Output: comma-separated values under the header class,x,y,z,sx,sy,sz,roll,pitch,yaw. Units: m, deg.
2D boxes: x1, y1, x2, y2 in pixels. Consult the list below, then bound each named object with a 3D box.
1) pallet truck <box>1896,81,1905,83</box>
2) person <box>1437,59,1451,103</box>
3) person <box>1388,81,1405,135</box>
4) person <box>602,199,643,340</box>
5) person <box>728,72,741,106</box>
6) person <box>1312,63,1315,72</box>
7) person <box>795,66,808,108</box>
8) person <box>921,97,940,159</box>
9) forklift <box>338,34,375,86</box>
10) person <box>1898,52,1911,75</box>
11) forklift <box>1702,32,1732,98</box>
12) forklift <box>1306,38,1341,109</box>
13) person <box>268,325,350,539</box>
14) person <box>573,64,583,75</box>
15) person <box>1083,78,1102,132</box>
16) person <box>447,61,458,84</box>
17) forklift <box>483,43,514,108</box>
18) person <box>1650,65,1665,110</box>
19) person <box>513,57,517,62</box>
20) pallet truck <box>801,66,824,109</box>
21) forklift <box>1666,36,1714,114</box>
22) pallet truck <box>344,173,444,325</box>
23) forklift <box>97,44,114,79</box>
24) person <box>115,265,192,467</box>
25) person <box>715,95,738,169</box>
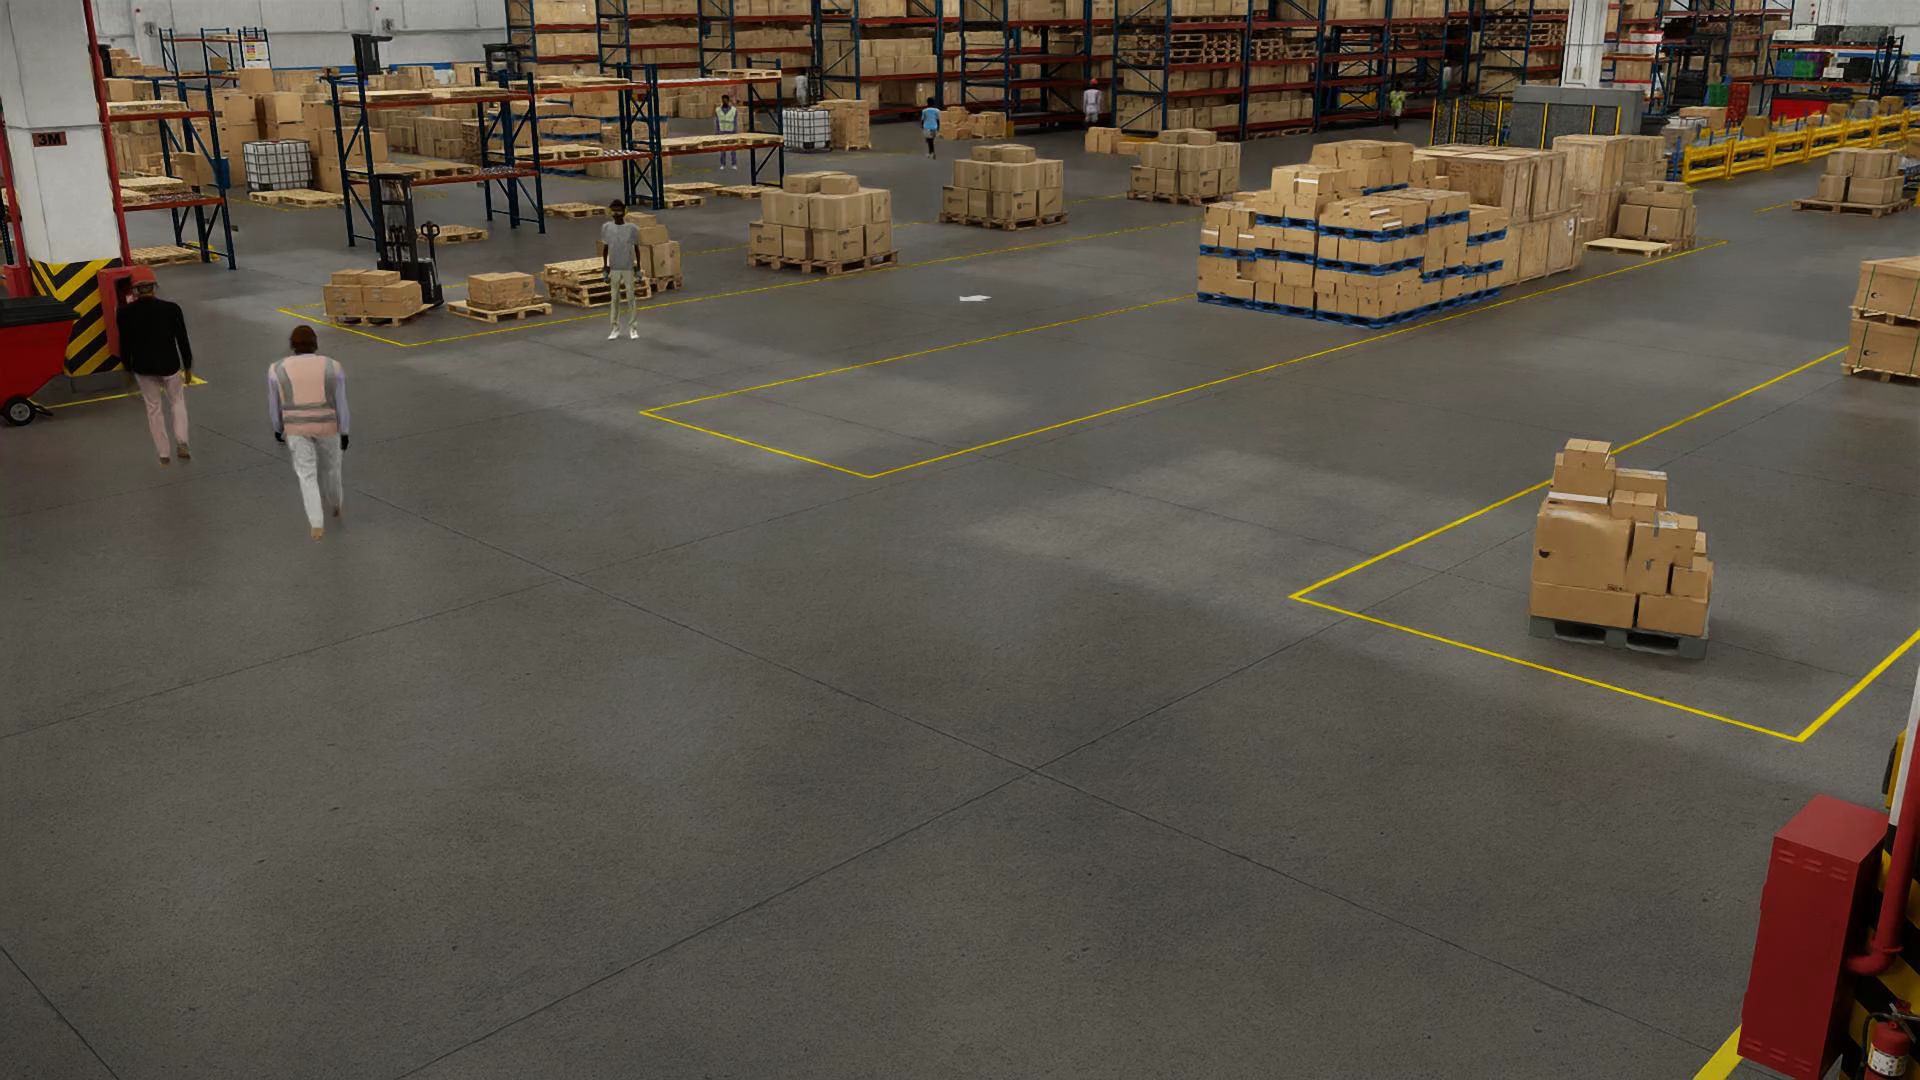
class,x,y,z,sx,sy,sz,roll,pitch,yaw
pallet truck,34.802,-16.331,61.455,0.653,1.274,1.630,17,25,41
person,19.917,-18.910,68.526,0.654,1.742,0.548,-13,22,-33
person,14.139,-13.964,53.718,0.528,1.681,0.653,16,24,40
person,-4.514,-3.612,22.241,0.521,1.873,0.334,-1,18,-4
person,-7.700,-15.075,56.734,0.405,1.903,0.636,-11,21,-30
person,14.964,-19.547,70.269,0.667,1.852,0.992,3,19,10
person,-5.565,-15.610,58.278,0.643,1.938,0.653,10,21,27
person,-0.791,-11.394,45.999,0.534,1.670,0.782,-8,20,-23
forklift,-23.297,-18.351,65.072,1.129,2.768,1.873,17,25,41
person,43.736,-21.677,76.948,0.521,1.681,0.880,-10,21,-28
forklift,30.971,-19.456,68.400,1.129,2.768,1.873,17,25,41
forklift,12.953,-16.776,60.325,1.129,2.768,1.873,17,25,41
person,-5.620,-0.973,14.409,0.624,1.791,0.954,-8,20,-23
person,-15.448,-18.477,67.476,0.536,1.592,0.876,14,23,36
person,4.065,-13.105,50.759,0.581,1.920,0.534,6,19,17
person,-18.485,-16.589,61.181,0.641,1.964,0.797,0,18,-1
forklift,-14.914,-14.701,54.073,1.873,2.768,1.129,17,24,41
person,27.063,-17.579,64.593,0.539,1.695,0.318,-2,18,-5
person,-17.469,-18.043,65.614,0.366,1.938,0.630,0,18,-1
pallet truck,-4.812,-15.182,56.903,0.823,1.965,1.885,-9,21,-26
forklift,27.341,-17.291,61.877,1.129,2.768,1.873,17,25,41
pallet truck,-8.209,-4.181,23.757,0.823,1.965,1.885,3,19,9
forklift,-27.144,-14.333,52.966,1.873,2.768,1.129,-4,19,-12
person,-7.878,-1.701,16.323,0.622,1.979,0.464,-9,20,-26
person,-6.064,-10.622,43.313,0.584,1.908,0.388,1,18,3
